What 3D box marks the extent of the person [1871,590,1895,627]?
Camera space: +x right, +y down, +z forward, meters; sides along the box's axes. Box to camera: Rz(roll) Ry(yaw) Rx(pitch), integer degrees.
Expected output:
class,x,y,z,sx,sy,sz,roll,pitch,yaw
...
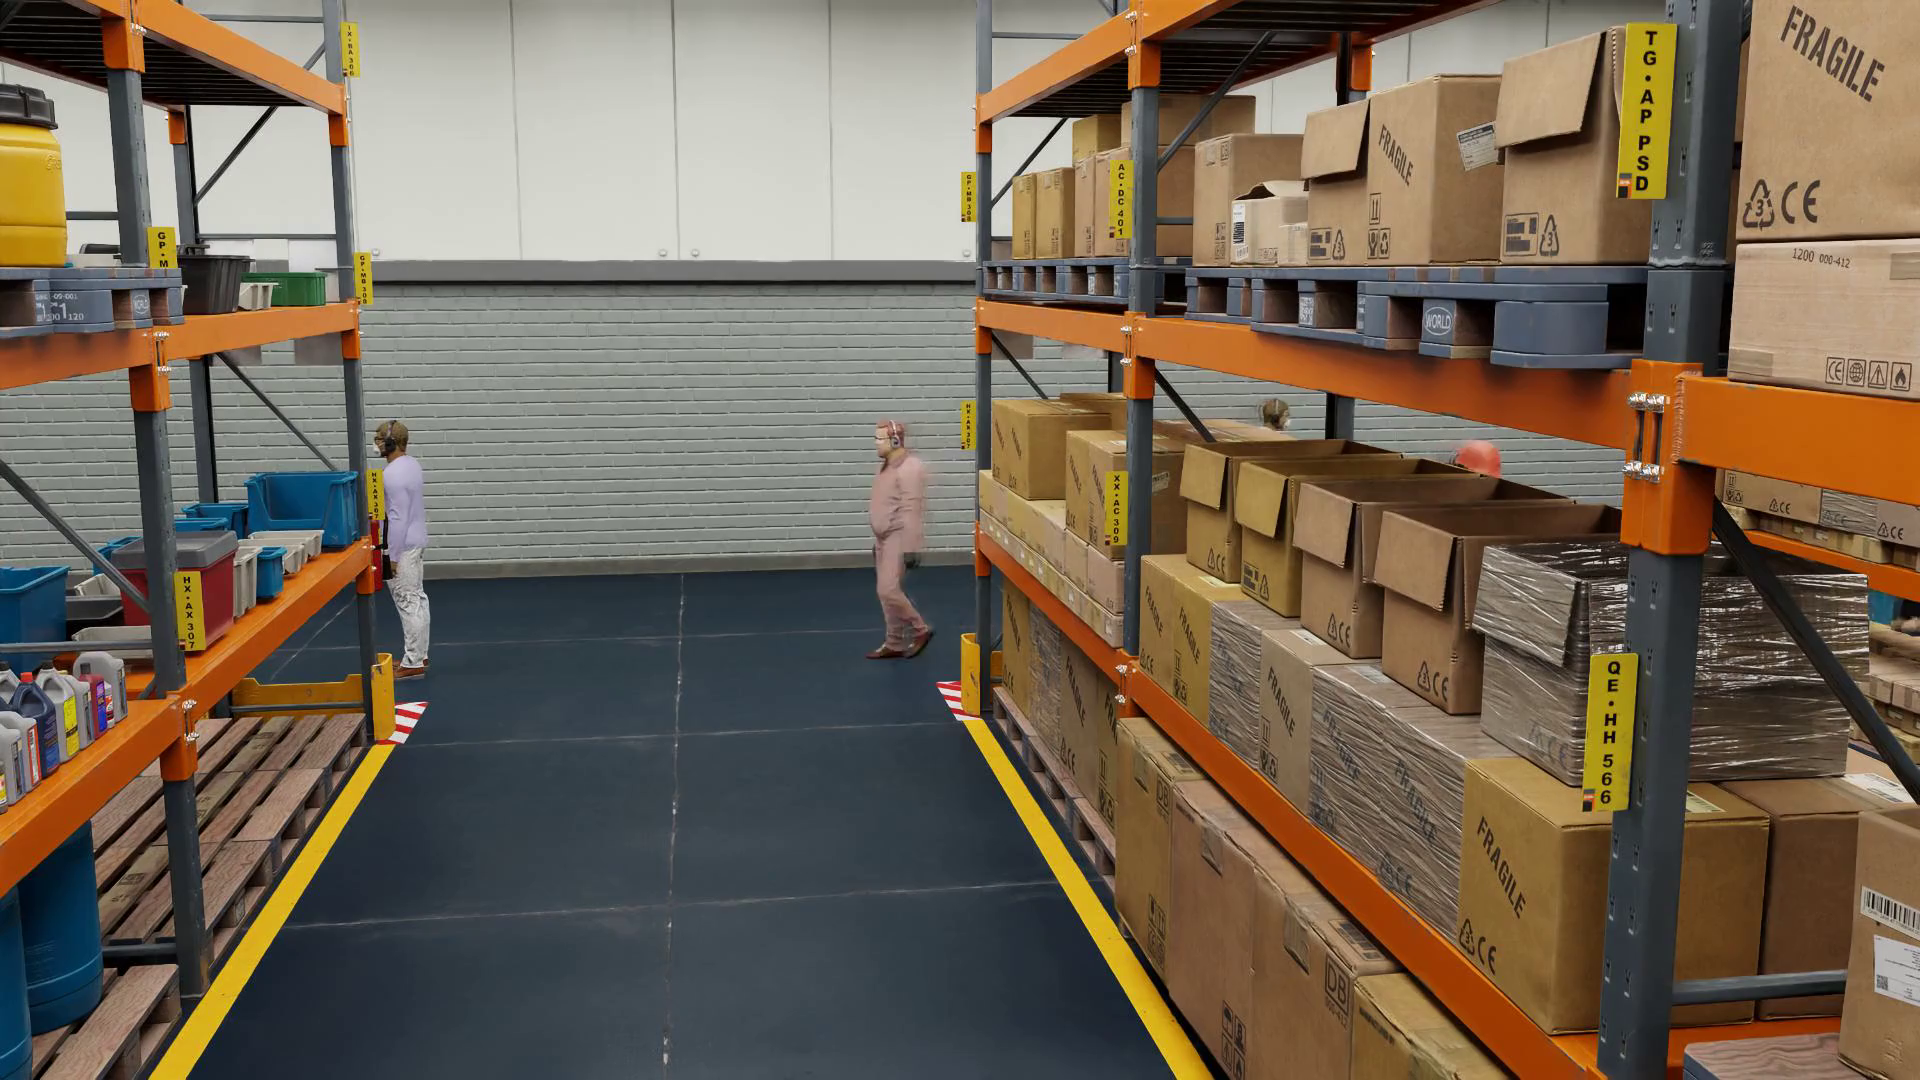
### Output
class,x,y,z,sx,sy,sz,roll,pitch,yaw
person,6.888,0.076,12.771,0.866,1.808,0.578,0,9,-2

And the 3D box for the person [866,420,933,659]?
class,x,y,z,sx,sy,sz,roll,pitch,yaw
person,-0.522,0.013,12.883,0.424,1.890,0.663,-4,10,-22

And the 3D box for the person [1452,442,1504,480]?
class,x,y,z,sx,sy,sz,roll,pitch,yaw
person,3.084,0.400,10.152,0.620,1.992,0.868,-2,9,-13

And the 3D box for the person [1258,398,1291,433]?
class,x,y,z,sx,sy,sz,roll,pitch,yaw
person,2.734,-0.298,14.692,0.439,1.922,0.656,-1,9,-6

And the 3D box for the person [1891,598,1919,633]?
class,x,y,z,sx,sy,sz,roll,pitch,yaw
person,7.968,-0.230,13.916,0.537,2.000,0.690,1,9,4

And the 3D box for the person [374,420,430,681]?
class,x,y,z,sx,sy,sz,roll,pitch,yaw
person,-4.146,0.075,12.346,0.370,1.941,0.627,-1,9,-6

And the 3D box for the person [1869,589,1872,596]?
class,x,y,z,sx,sy,sz,roll,pitch,yaw
person,8.476,-0.471,15.575,0.394,1.985,0.611,6,11,33
